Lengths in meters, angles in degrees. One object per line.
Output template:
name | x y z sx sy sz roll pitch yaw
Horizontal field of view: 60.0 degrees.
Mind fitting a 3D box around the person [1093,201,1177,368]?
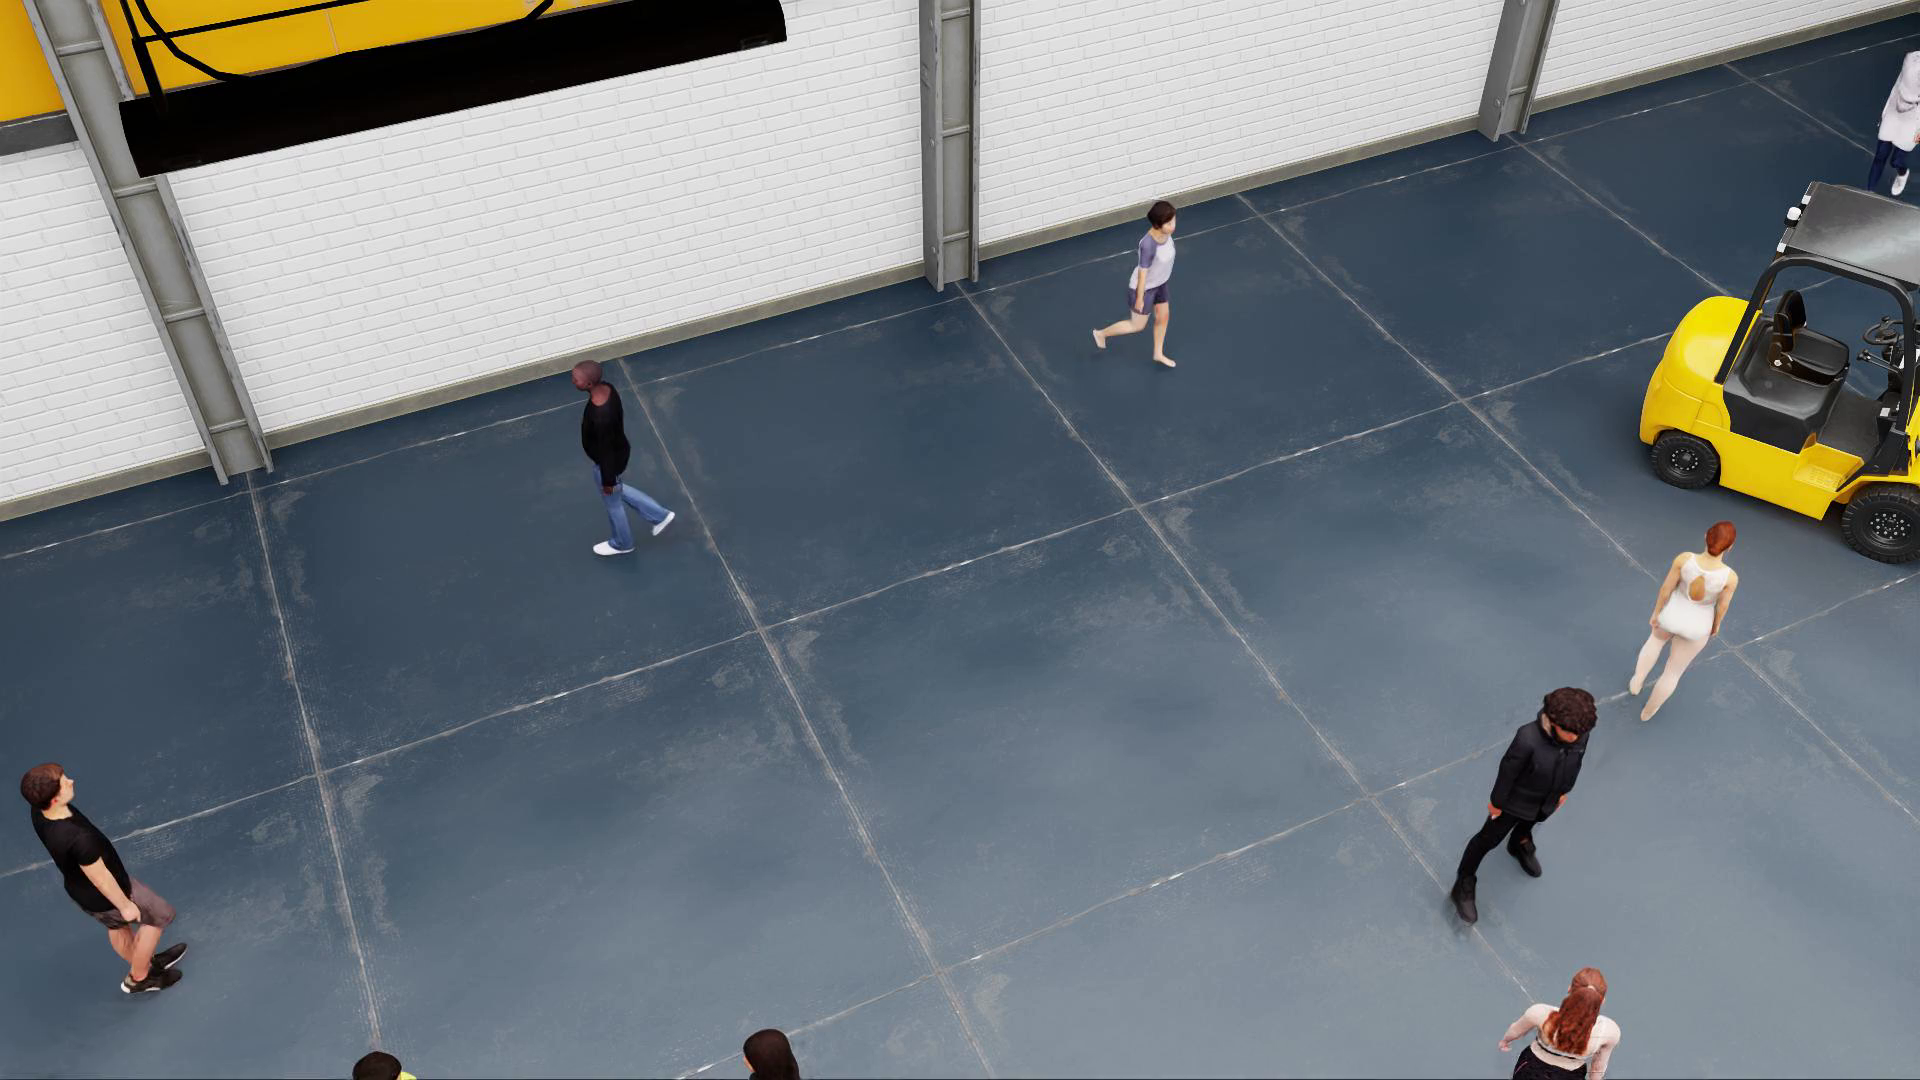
person | 1.435 -2.050 13.263 0.957 1.539 0.951 18 47 18

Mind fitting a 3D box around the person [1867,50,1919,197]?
person | 8.538 -3.783 14.923 0.860 1.759 0.686 -23 48 -22

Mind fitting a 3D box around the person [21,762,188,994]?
person | -4.673 1.888 8.899 0.808 1.857 0.816 29 51 27

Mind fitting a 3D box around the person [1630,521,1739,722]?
person | 4.520 0.563 10.454 0.655 1.632 0.701 30 51 28

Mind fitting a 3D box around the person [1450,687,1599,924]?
person | 3.230 1.416 9.479 0.746 1.742 0.934 -11 45 -12

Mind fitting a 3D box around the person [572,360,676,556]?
person | -2.347 -0.564 11.560 0.937 1.739 0.782 -3 44 -3

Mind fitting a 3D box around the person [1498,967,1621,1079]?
person | 2.857 2.727 8.137 1.139 1.694 1.157 12 45 12

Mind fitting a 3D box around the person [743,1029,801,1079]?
person | -0.758 2.836 8.092 1.122 1.597 0.830 -4 44 -4
